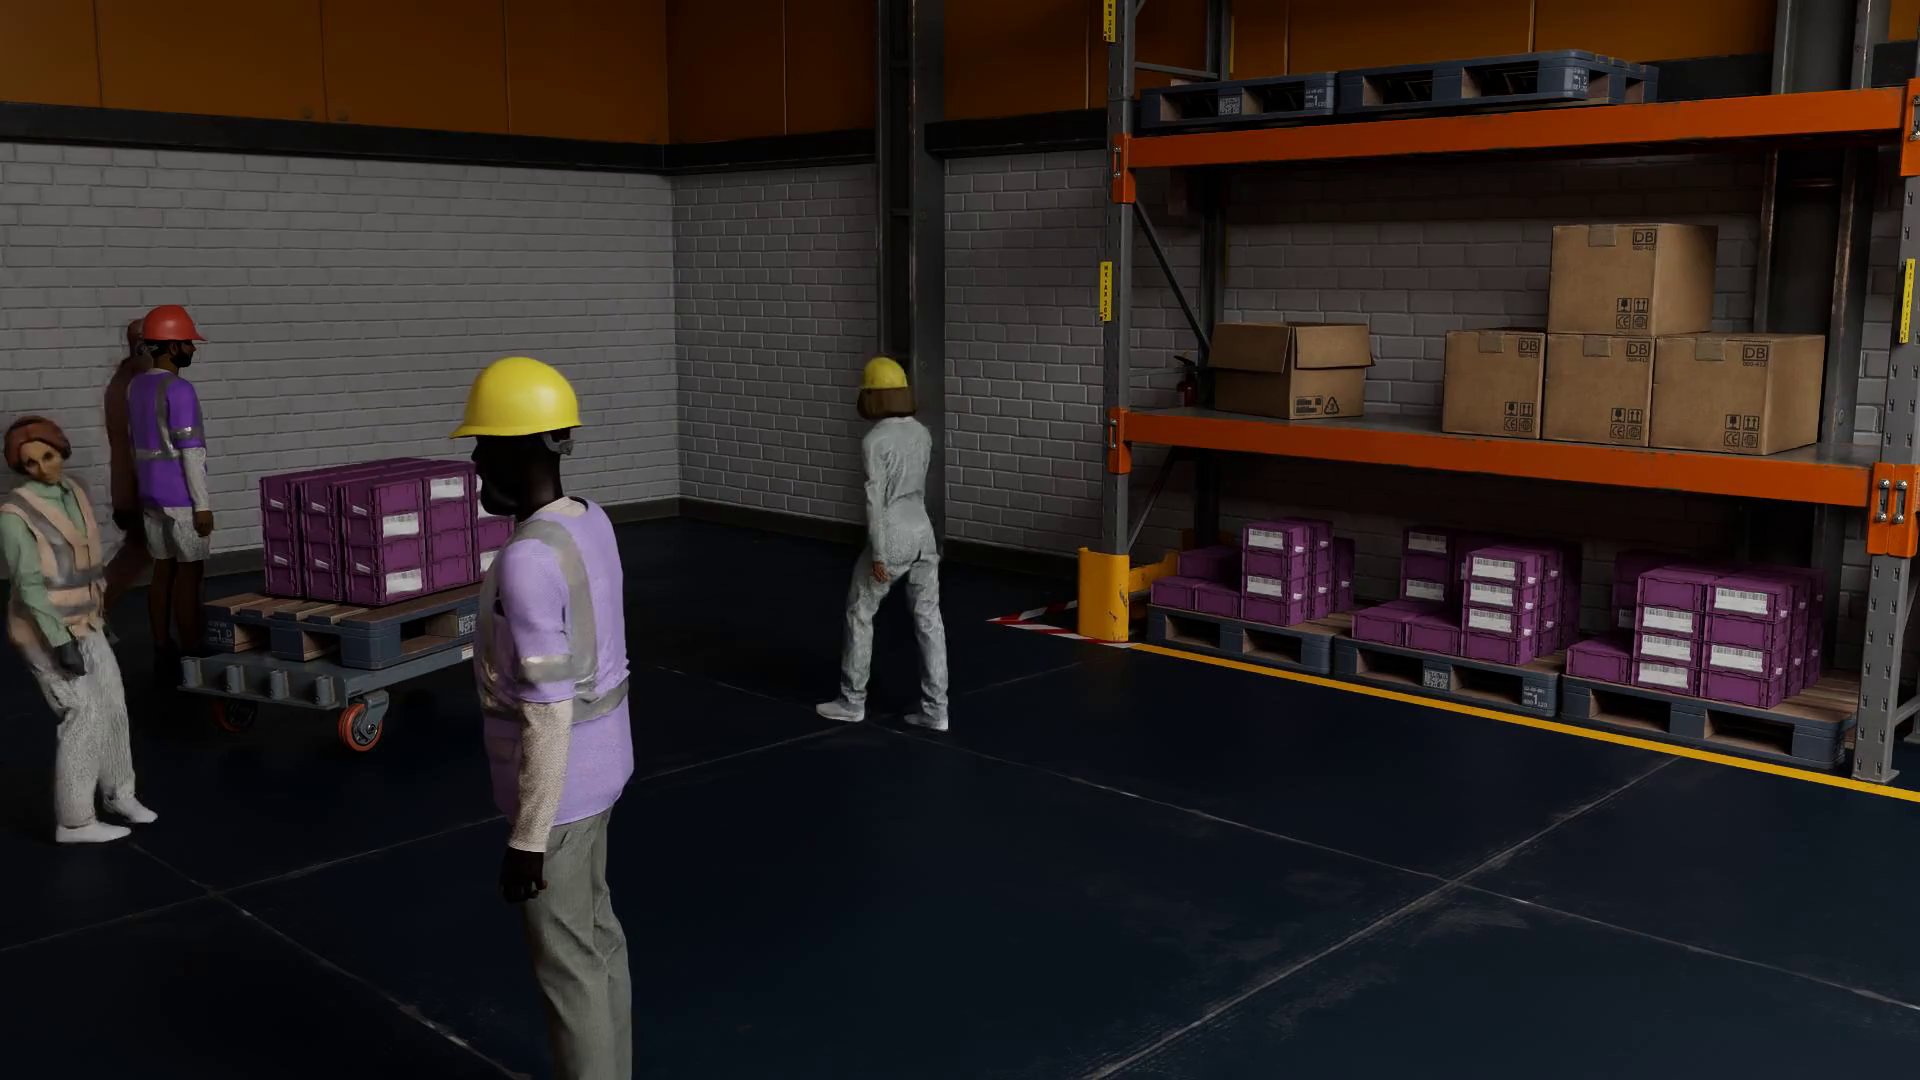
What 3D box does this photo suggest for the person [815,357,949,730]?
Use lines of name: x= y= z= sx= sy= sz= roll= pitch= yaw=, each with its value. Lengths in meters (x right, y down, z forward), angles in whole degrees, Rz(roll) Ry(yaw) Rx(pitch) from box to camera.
person: x=-0.352 y=0.019 z=7.704 sx=0.759 sy=1.717 sz=0.505 roll=8 pitch=12 yaw=39

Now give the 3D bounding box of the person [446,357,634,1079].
person: x=-0.942 y=0.550 z=3.785 sx=0.380 sy=1.924 sz=0.593 roll=0 pitch=9 yaw=-1

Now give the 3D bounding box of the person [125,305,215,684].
person: x=-4.001 y=-0.228 z=8.528 sx=0.551 sy=1.937 sz=0.357 roll=7 pitch=11 yaw=35

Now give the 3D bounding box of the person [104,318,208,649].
person: x=-4.528 y=-0.298 z=9.196 sx=0.930 sy=1.866 sz=0.638 roll=-2 pitch=10 yaw=-13

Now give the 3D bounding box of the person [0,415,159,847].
person: x=-3.268 y=0.339 z=6.083 sx=0.347 sy=1.606 sz=0.578 roll=0 pitch=9 yaw=-1
